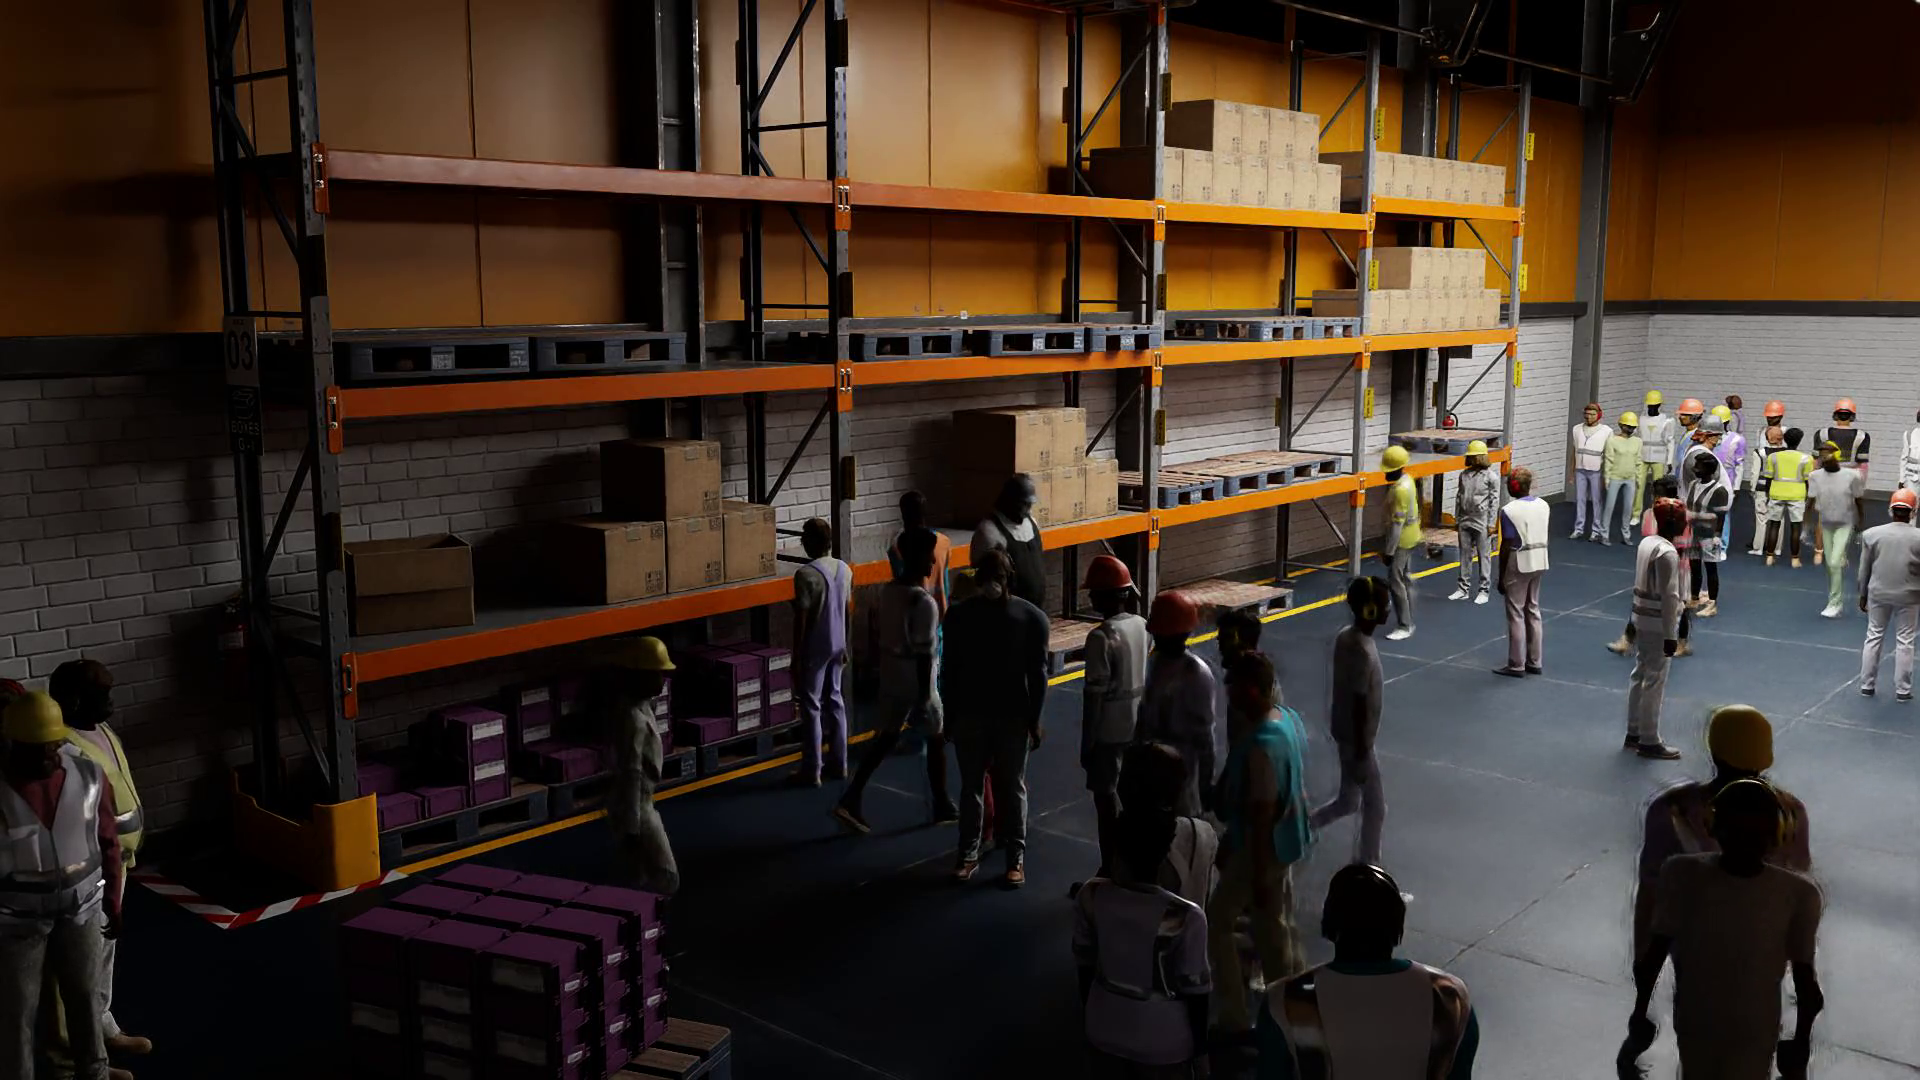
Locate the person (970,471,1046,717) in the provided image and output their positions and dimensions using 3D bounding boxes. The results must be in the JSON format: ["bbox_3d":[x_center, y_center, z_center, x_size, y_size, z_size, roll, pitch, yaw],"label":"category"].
[{"bbox_3d":[0.397,0.460,12.614,0.537,2.000,0.703,8,12,42],"label":"person"}]

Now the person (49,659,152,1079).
[{"bbox_3d":[-3.720,1.411,7.124,0.429,1.839,0.634,-2,9,-11],"label":"person"}]

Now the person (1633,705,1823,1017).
[{"bbox_3d":[2.833,1.540,6.078,0.587,1.903,0.679,-1,9,-5],"label":"person"}]

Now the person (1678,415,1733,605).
[{"bbox_3d":[7.950,-0.337,17.752,0.535,2.000,0.684,2,9,15],"label":"person"}]

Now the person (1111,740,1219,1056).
[{"bbox_3d":[0.686,1.602,5.873,0.345,1.846,0.508,8,12,43],"label":"person"}]

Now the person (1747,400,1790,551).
[{"bbox_3d":[10.356,-0.820,21.244,0.388,1.929,0.545,-4,10,-24],"label":"person"}]

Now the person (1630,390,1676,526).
[{"bbox_3d":[9.665,-1.136,23.275,0.594,1.922,0.386,5,10,30],"label":"person"}]

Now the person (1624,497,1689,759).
[{"bbox_3d":[5.048,0.627,12.035,0.337,1.882,0.583,1,9,4],"label":"person"}]

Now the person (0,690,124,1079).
[{"bbox_3d":[-3.664,1.490,6.671,0.403,1.824,0.594,8,12,43],"label":"person"}]

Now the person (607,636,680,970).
[{"bbox_3d":[-1.553,1.317,8.113,0.378,1.728,0.484,-2,9,-14],"label":"person"}]

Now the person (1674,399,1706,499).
[{"bbox_3d":[8.674,-0.664,19.845,0.377,2.045,0.604,1,9,8],"label":"person"}]

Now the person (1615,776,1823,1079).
[{"bbox_3d":[2.447,1.675,5.426,0.535,1.834,0.820,8,12,41],"label":"person"}]

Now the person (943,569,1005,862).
[{"bbox_3d":[0.098,1.031,9.858,0.627,1.738,0.555,-6,11,-34],"label":"person"}]

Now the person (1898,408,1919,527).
[{"bbox_3d":[12.171,-0.762,21.020,0.352,1.880,0.577,-6,11,-36],"label":"person"}]

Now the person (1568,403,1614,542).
[{"bbox_3d":[8.363,-0.900,22.046,0.393,1.836,0.560,-7,11,-39],"label":"person"}]

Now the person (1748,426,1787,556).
[{"bbox_3d":[10.121,-0.604,20.765,0.522,1.640,0.306,0,9,1],"label":"person"}]

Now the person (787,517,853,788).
[{"bbox_3d":[-0.945,0.761,11.341,0.339,1.834,0.523,7,11,39],"label":"person"}]

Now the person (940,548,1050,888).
[{"bbox_3d":[0.190,1.004,9.432,0.630,1.940,0.372,2,9,12],"label":"person"}]

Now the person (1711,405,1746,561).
[{"bbox_3d":[9.330,-0.703,20.506,0.585,1.919,0.374,8,12,41],"label":"person"}]

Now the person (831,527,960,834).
[{"bbox_3d":[-0.373,0.876,10.309,0.919,1.936,0.607,-6,11,-36],"label":"person"}]

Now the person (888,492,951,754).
[{"bbox_3d":[-0.290,0.605,12.088,0.396,1.913,0.590,7,11,39],"label":"person"}]

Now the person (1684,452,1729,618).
[{"bbox_3d":[7.617,-0.058,17.044,0.320,1.698,0.537,-2,9,-15],"label":"person"}]

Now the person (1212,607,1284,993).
[{"bbox_3d":[1.443,1.259,8.175,0.334,1.833,0.650,-2,9,-11],"label":"person"}]

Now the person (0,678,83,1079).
[{"bbox_3d":[-3.873,1.456,6.841,0.563,1.837,0.395,-4,10,-26],"label":"person"}]

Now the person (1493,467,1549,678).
[{"bbox_3d":[4.884,0.282,14.461,0.562,1.828,0.415,-6,10,-32],"label":"person"}]

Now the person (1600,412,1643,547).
[{"bbox_3d":[8.598,-0.784,21.555,0.531,1.760,0.338,-1,9,-7],"label":"person"}]

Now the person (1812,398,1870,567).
[{"bbox_3d":[10.591,-0.688,20.058,0.611,2.032,0.411,5,10,28],"label":"person"}]

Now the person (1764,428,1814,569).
[{"bbox_3d":[9.934,-0.503,19.962,0.541,1.691,0.321,7,11,38],"label":"person"}]

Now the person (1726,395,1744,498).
[{"bbox_3d":[12.290,-1.484,26.447,0.313,1.637,0.513,6,11,34],"label":"person"}]

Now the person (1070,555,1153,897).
[{"bbox_3d":[0.828,1.043,9.219,0.389,1.930,0.544,7,11,38],"label":"person"}]

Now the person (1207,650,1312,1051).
[{"bbox_3d":[1.250,1.382,7.407,0.625,1.812,0.557,3,9,21],"label":"person"}]

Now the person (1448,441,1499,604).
[{"bbox_3d":[5.495,-0.193,17.778,0.296,1.743,0.492,-7,12,-40],"label":"person"}]

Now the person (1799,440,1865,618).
[{"bbox_3d":[8.902,-0.108,16.953,0.755,1.821,0.534,-8,12,-42],"label":"person"}]

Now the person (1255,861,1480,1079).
[{"bbox_3d":[1.105,1.793,4.653,0.621,1.845,0.429,0,9,-3],"label":"person"}]

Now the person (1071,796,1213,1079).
[{"bbox_3d":[0.625,1.704,5.682,0.536,1.700,0.318,6,11,36],"label":"person"}]

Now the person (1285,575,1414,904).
[{"bbox_3d":[2.102,1.096,9.127,0.745,1.857,0.507,0,9,-1],"label":"person"}]

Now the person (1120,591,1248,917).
[{"bbox_3d":[1.147,1.159,8.667,0.993,1.880,0.582,-2,9,-10],"label":"person"}]

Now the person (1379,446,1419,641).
[{"bbox_3d":[4.231,0.012,16.052,0.386,1.880,0.748,3,9,19],"label":"person"}]

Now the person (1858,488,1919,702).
[{"bbox_3d":[7.687,0.445,13.659,0.566,1.744,0.350,8,12,41],"label":"person"}]

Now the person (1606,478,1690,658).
[{"bbox_3d":[6.313,0.266,15.059,0.866,1.651,0.546,-4,10,-23],"label":"person"}]
